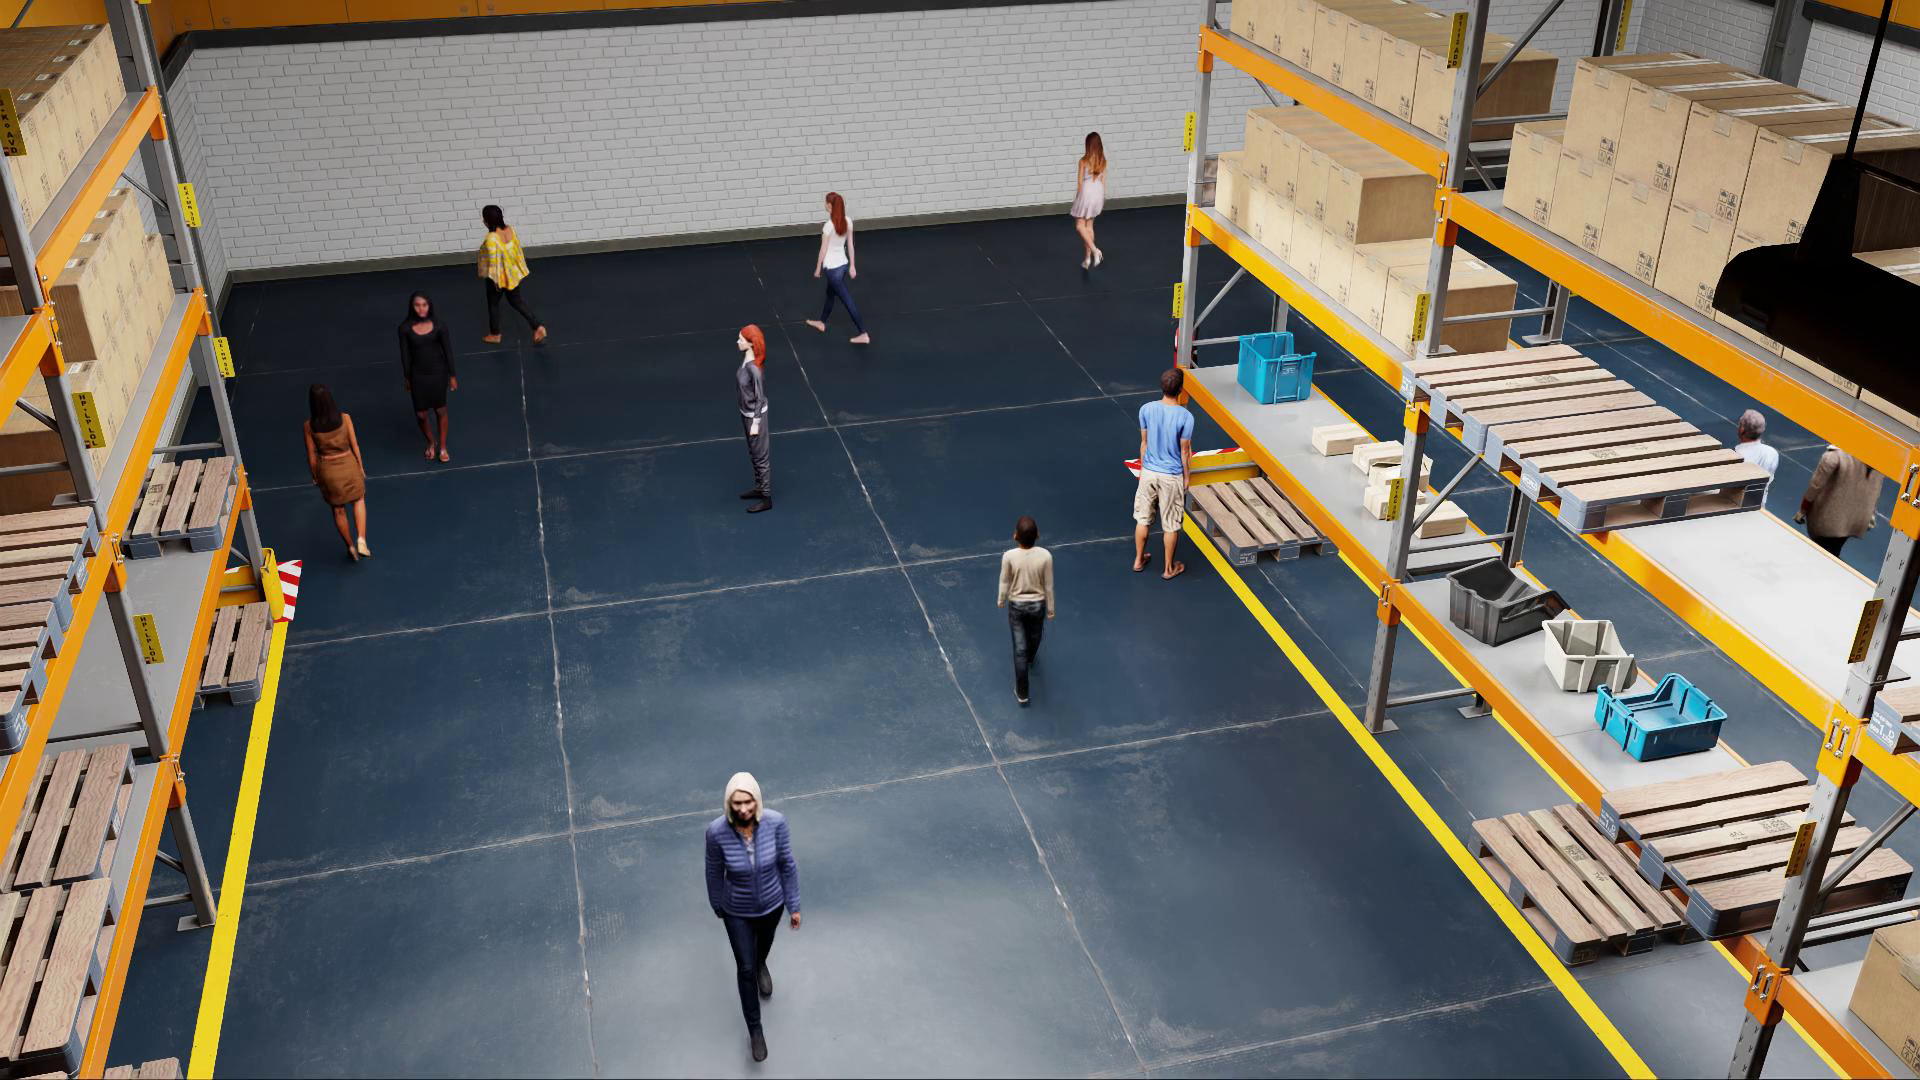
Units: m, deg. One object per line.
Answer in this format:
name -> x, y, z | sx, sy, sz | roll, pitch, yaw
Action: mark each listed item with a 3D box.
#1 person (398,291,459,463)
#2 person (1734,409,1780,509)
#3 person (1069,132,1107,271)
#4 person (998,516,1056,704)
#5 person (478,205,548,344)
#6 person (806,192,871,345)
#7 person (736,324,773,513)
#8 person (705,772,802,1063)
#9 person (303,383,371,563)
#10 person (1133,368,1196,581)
person -> -5.120, -1.597, 16.049 | 0.631, 1.713, 0.563 | -8, 30, -14
person -> 6.250, -0.121, 13.261 | 0.817, 1.791, 1.191 | -3, 29, -5
person -> 1.651, -4.165, 20.715 | 0.649, 1.752, 0.866 | -11, 31, -20
person -> 0.504, 0.548, 12.408 | 0.676, 1.433, 1.003 | -2, 29, -4
person -> -5.018, -2.918, 18.562 | 1.099, 1.624, 1.112 | 9, 30, 17
person -> -1.299, -2.979, 18.614 | 1.184, 1.681, 1.087 | 18, 33, 29
person -> -1.867, -1.119, 15.101 | 0.647, 1.780, 0.461 | -9, 30, -17
person -> -1.178, 2.002, 9.471 | 0.688, 1.694, 1.106 | -9, 30, -16
person -> -5.258, -0.523, 14.116 | 0.662, 1.678, 0.758 | -14, 31, -23
person -> 1.708, -0.560, 13.993 | 0.724, 1.861, 0.775 | 14, 32, 24
